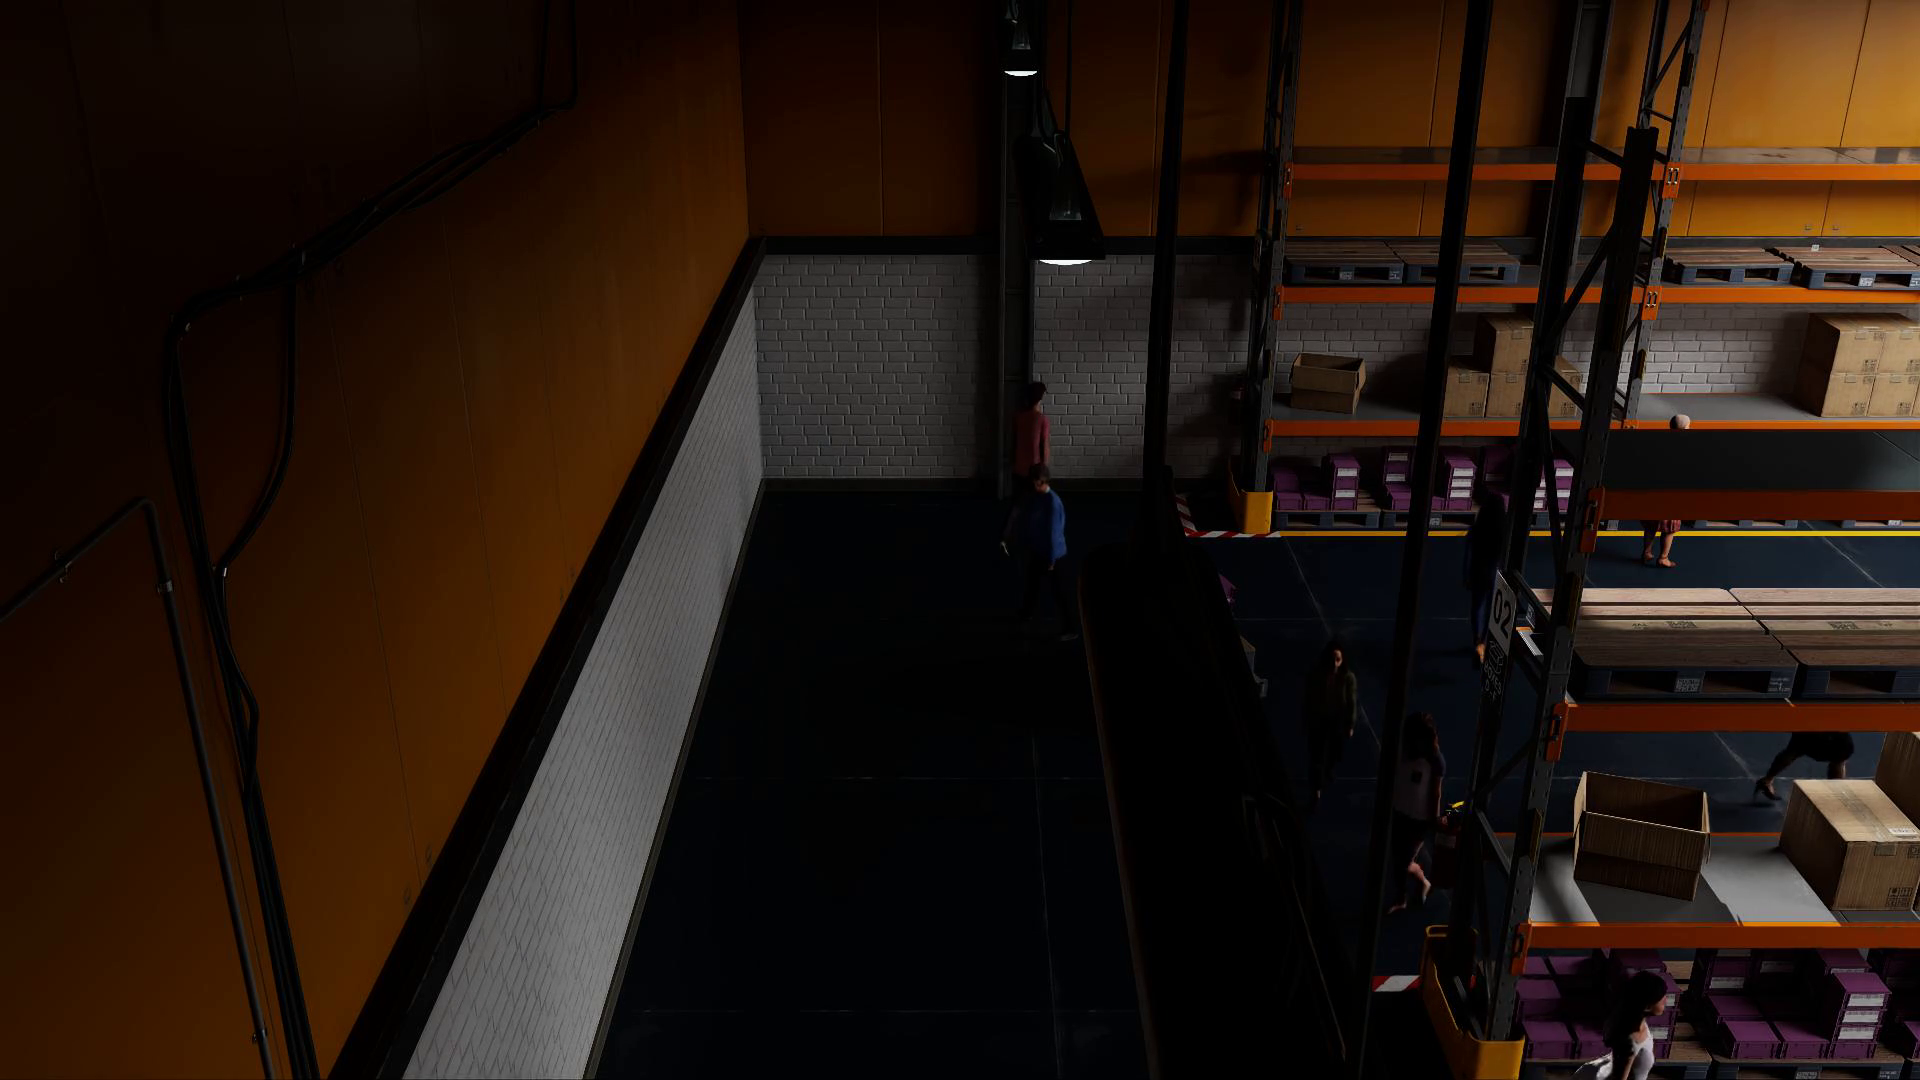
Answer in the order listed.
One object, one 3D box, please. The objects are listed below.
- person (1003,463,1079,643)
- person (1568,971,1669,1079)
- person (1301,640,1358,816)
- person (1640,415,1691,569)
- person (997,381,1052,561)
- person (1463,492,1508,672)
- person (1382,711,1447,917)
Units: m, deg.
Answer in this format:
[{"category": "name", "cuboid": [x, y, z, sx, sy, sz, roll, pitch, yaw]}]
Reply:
[{"category": "person", "cuboid": [0.837, 0.096, 16.042, 0.965, 1.773, 0.996, -9, 25, -21]}, {"category": "person", "cuboid": [3.513, 3.125, 9.190, 1.269, 1.710, 0.823, 6, 24, 14]}, {"category": "person", "cuboid": [2.951, 1.445, 13.351, 0.898, 1.456, 0.768, 5, 24, 12]}, {"category": "person", "cuboid": [7.466, -0.520, 17.551, 0.725, 1.692, 0.686, -16, 28, -32]}, {"category": "person", "cuboid": [0.682, -0.702, 17.676, 1.206, 1.925, 1.081, 12, 27, 26]}, {"category": "person", "cuboid": [4.893, 0.404, 15.445, 1.074, 1.685, 0.934, 10, 25, 21]}, {"category": "person", "cuboid": [3.296, 1.939, 11.905, 0.826, 1.709, 0.776, -15, 28, -31]}]
